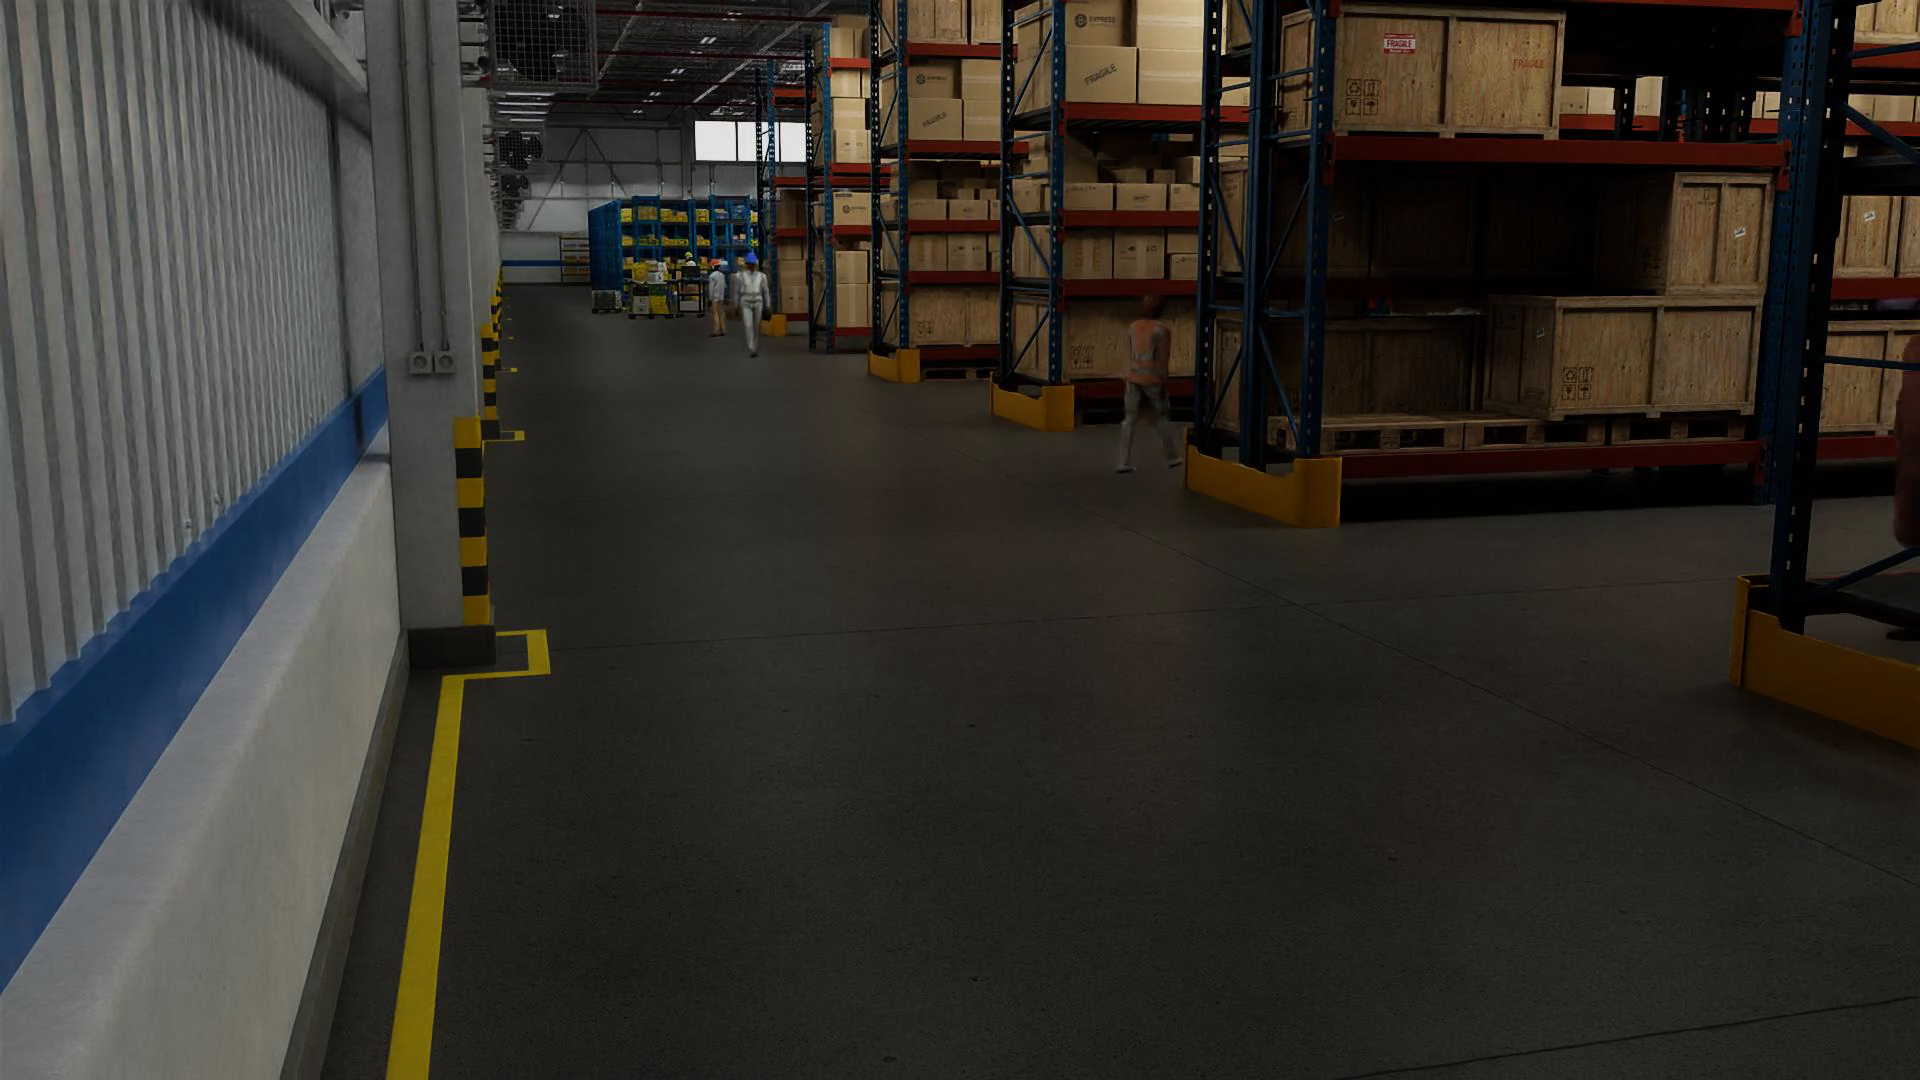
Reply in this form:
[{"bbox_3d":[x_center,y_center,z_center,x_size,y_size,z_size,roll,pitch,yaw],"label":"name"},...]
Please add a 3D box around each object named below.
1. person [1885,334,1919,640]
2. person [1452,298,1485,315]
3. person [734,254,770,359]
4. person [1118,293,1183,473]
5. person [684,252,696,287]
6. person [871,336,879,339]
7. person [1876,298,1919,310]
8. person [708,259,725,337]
[{"bbox_3d":[5.132,-0.422,8.591,0.644,1.890,0.657,-2,10,-12],"label":"person"},{"bbox_3d":[5.029,-1.774,16.769,0.883,1.702,0.490,-2,10,-14],"label":"person"},{"bbox_3d":[-3.802,-4.278,30.411,0.625,1.896,1.035,-4,11,-20],"label":"person"},{"bbox_3d":[1.736,-1.413,15.003,0.527,1.598,0.838,9,13,42],"label":"person"},{"bbox_3d":[-9.058,-8.714,55.671,0.403,1.837,0.591,3,10,16],"label":"person"},{"bbox_3d":[-1.591,-5.002,34.246,0.445,1.976,0.652,-4,11,-20],"label":"person"},{"bbox_3d":[10.331,-2.160,18.375,0.952,1.894,0.645,-4,11,-23],"label":"person"},{"bbox_3d":[-5.478,-5.416,37.234,0.343,1.749,0.571,5,11,24],"label":"person"}]
